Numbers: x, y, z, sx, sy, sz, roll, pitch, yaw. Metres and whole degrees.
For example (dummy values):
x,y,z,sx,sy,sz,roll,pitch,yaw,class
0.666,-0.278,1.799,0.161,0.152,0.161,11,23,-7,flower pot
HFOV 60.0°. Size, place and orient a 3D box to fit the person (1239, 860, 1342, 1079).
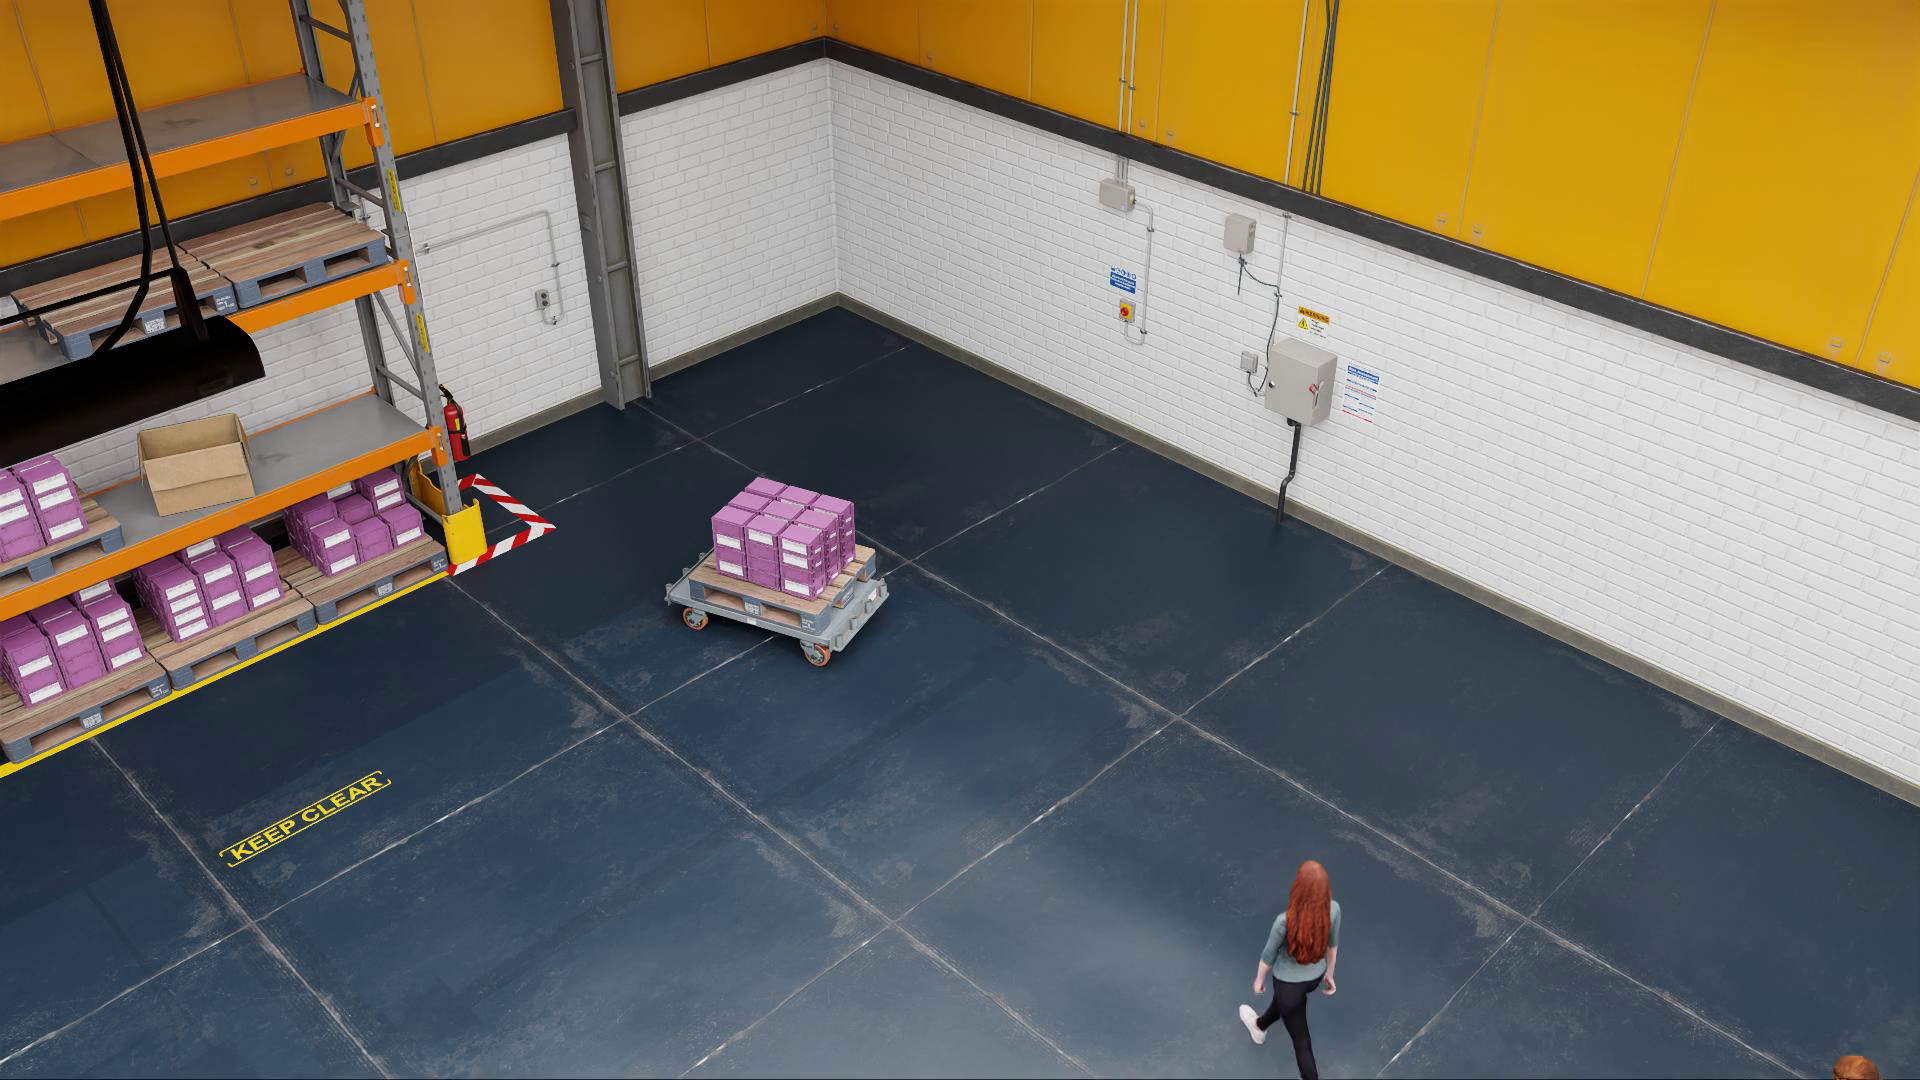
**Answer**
x,y,z,sx,sy,sz,roll,pitch,yaw,class
1.945,2.576,9.417,1.198,1.695,0.988,-12,35,-17,person
